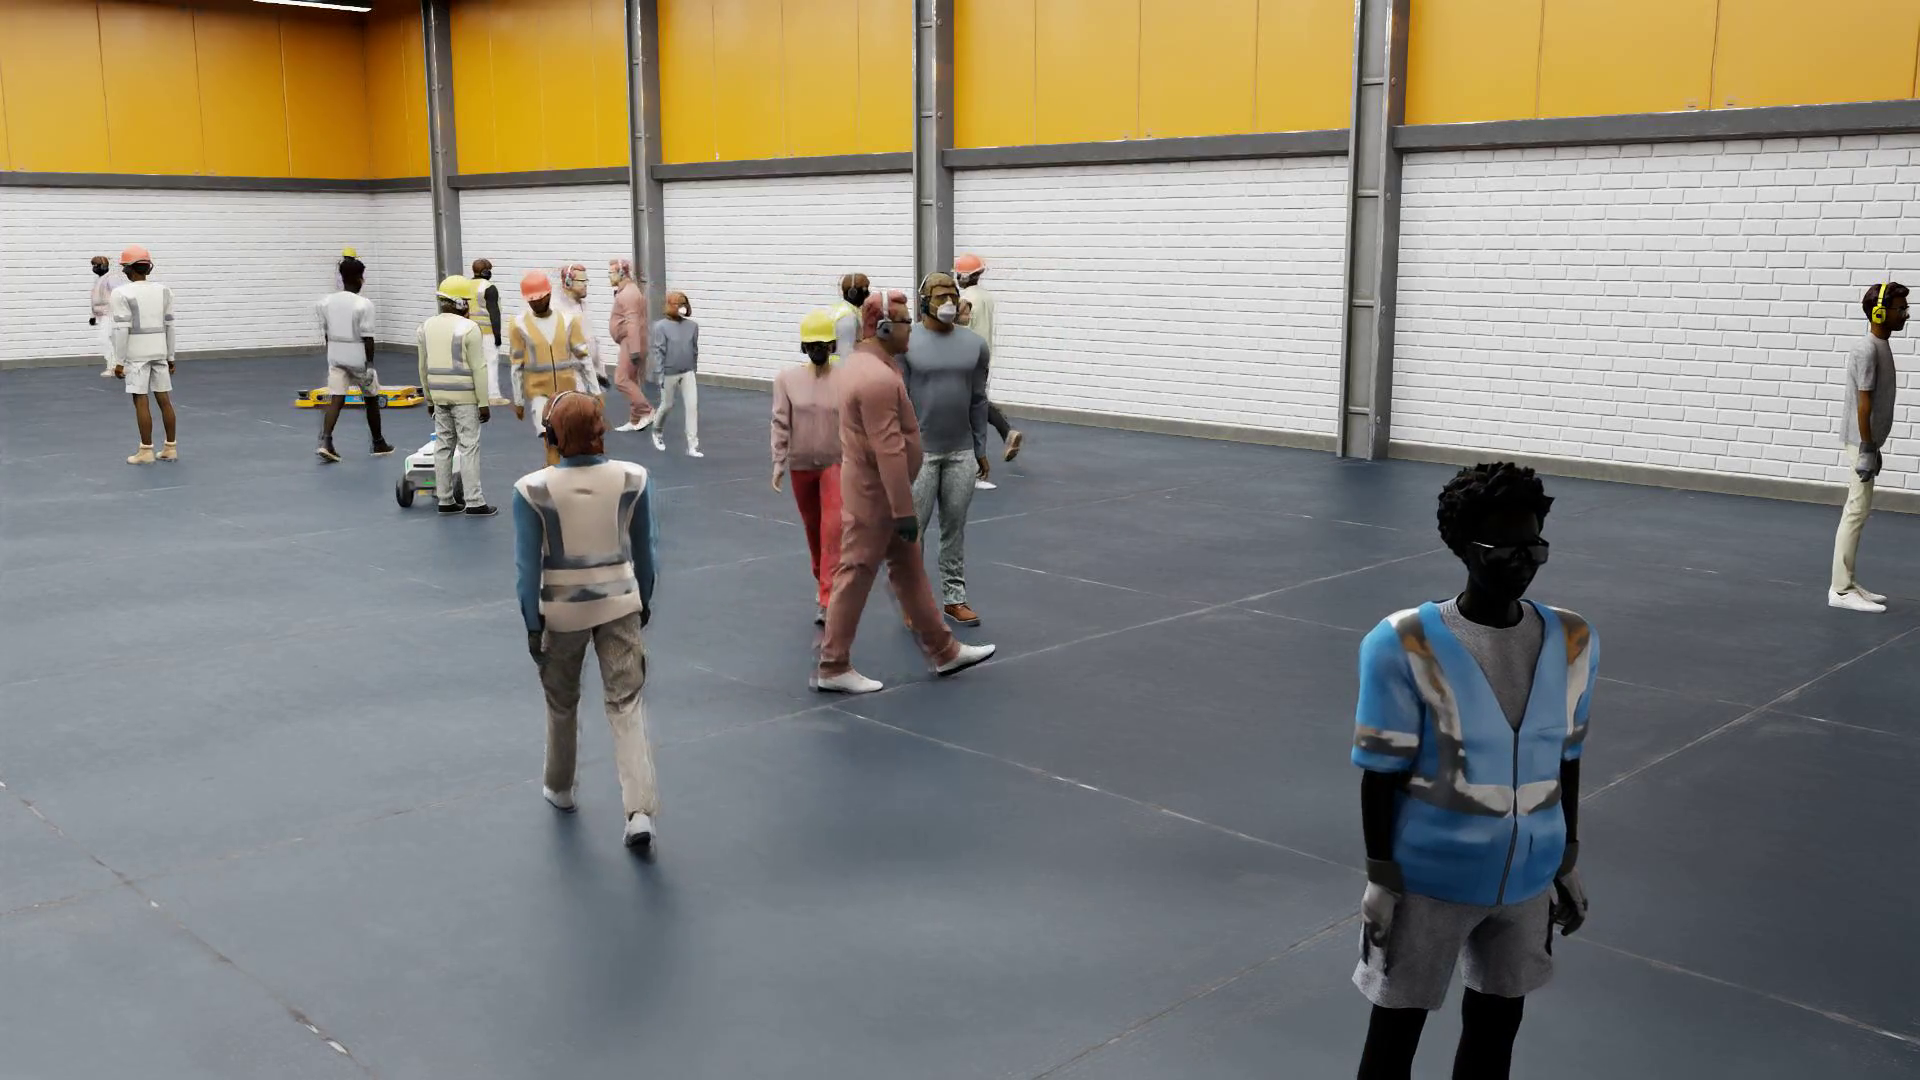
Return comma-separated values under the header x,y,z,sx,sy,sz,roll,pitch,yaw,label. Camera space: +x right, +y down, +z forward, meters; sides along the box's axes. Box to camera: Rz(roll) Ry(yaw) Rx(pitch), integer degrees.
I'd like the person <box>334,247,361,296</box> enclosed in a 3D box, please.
x,y,z,sx,sy,sz,roll,pitch,yaw,label
-10.852,-4.242,29.618,0.580,1.919,0.397,6,12,29,person

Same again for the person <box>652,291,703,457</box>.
x,y,z,sx,sy,sz,roll,pitch,yaw,label
-2.785,-1.633,16.252,0.495,1.604,0.820,-7,13,-35,person

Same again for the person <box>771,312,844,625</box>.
x,y,z,sx,sy,sz,roll,pitch,yaw,label
-0.784,-0.419,9.325,0.519,1.715,0.923,1,10,5,person

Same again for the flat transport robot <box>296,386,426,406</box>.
x,y,z,sx,sy,sz,roll,pitch,yaw,label
-7.473,-1.803,20.807,1.431,0.197,0.652,0,10,-2,flat transport robot

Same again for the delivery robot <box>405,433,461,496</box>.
x,y,z,sx,sy,sz,roll,pitch,yaw,label
-4.159,-0.610,13.268,0.477,0.478,0.707,0,10,-1,delivery robot

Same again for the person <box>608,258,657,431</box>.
x,y,z,sx,sy,sz,roll,pitch,yaw,label
-3.580,-2.093,17.984,0.417,1.886,0.689,-2,11,-10,person

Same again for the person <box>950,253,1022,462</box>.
x,y,z,sx,sy,sz,roll,pitch,yaw,label
0.161,-1.639,15.258,0.746,1.978,0.626,7,12,32,person

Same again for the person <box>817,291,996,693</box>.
x,y,z,sx,sy,sz,roll,pitch,yaw,label
-0.250,-0.209,7.737,0.940,1.868,0.678,-1,10,-7,person

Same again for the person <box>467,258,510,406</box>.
x,y,z,sx,sy,sz,roll,pitch,yaw,label
-5.973,-2.612,20.931,0.627,1.843,0.429,8,13,35,person

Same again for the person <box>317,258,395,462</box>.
x,y,z,sx,sy,sz,roll,pitch,yaw,label
-5.813,-1.710,15.803,0.623,1.929,0.973,2,11,13,person

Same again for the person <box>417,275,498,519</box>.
x,y,z,sx,sy,sz,roll,pitch,yaw,label
-3.794,-1.077,12.585,0.599,1.830,0.403,5,11,25,person

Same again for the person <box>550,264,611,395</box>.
x,y,z,sx,sy,sz,roll,pitch,yaw,label
-3.285,-1.413,14.282,0.645,1.886,0.660,2,11,12,person

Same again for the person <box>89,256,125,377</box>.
x,y,z,sx,sy,sz,roll,pitch,yaw,label
-12.902,-3.354,25.051,0.648,1.825,0.603,10,14,44,person

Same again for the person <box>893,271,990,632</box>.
x,y,z,sx,sy,sz,roll,pitch,yaw,label
-0.116,-0.477,9.027,0.631,1.940,0.372,-5,12,-26,person

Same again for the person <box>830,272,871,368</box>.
x,y,z,sx,sy,sz,roll,pitch,yaw,label
-0.971,-1.401,14.391,0.681,1.822,0.635,0,10,-2,person

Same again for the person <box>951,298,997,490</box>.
x,y,z,sx,sy,sz,roll,pitch,yaw,label
-0.068,-1.239,14.068,0.775,1.609,0.521,4,11,20,person

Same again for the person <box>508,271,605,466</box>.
x,y,z,sx,sy,sz,roll,pitch,yaw,label
-3.156,-1.153,12.914,0.668,1.870,0.985,-6,12,-28,person

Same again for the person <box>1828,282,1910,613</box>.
x,y,z,sx,sy,sz,roll,pitch,yaw,label
5.211,-0.530,9.514,0.326,1.866,0.520,6,12,30,person

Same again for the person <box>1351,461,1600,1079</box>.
x,y,z,sx,sy,sz,roll,pitch,yaw,label
1.035,0.678,3.382,0.534,1.697,0.322,-2,11,-13,person

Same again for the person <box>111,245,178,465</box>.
x,y,z,sx,sy,sz,roll,pitch,yaw,label
-7.610,-1.718,15.505,0.373,2.042,0.614,5,12,27,person

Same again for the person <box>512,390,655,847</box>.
x,y,z,sx,sy,sz,roll,pitch,yaw,label
-1.305,0.268,5.896,0.513,1.596,0.856,-4,11,-23,person
